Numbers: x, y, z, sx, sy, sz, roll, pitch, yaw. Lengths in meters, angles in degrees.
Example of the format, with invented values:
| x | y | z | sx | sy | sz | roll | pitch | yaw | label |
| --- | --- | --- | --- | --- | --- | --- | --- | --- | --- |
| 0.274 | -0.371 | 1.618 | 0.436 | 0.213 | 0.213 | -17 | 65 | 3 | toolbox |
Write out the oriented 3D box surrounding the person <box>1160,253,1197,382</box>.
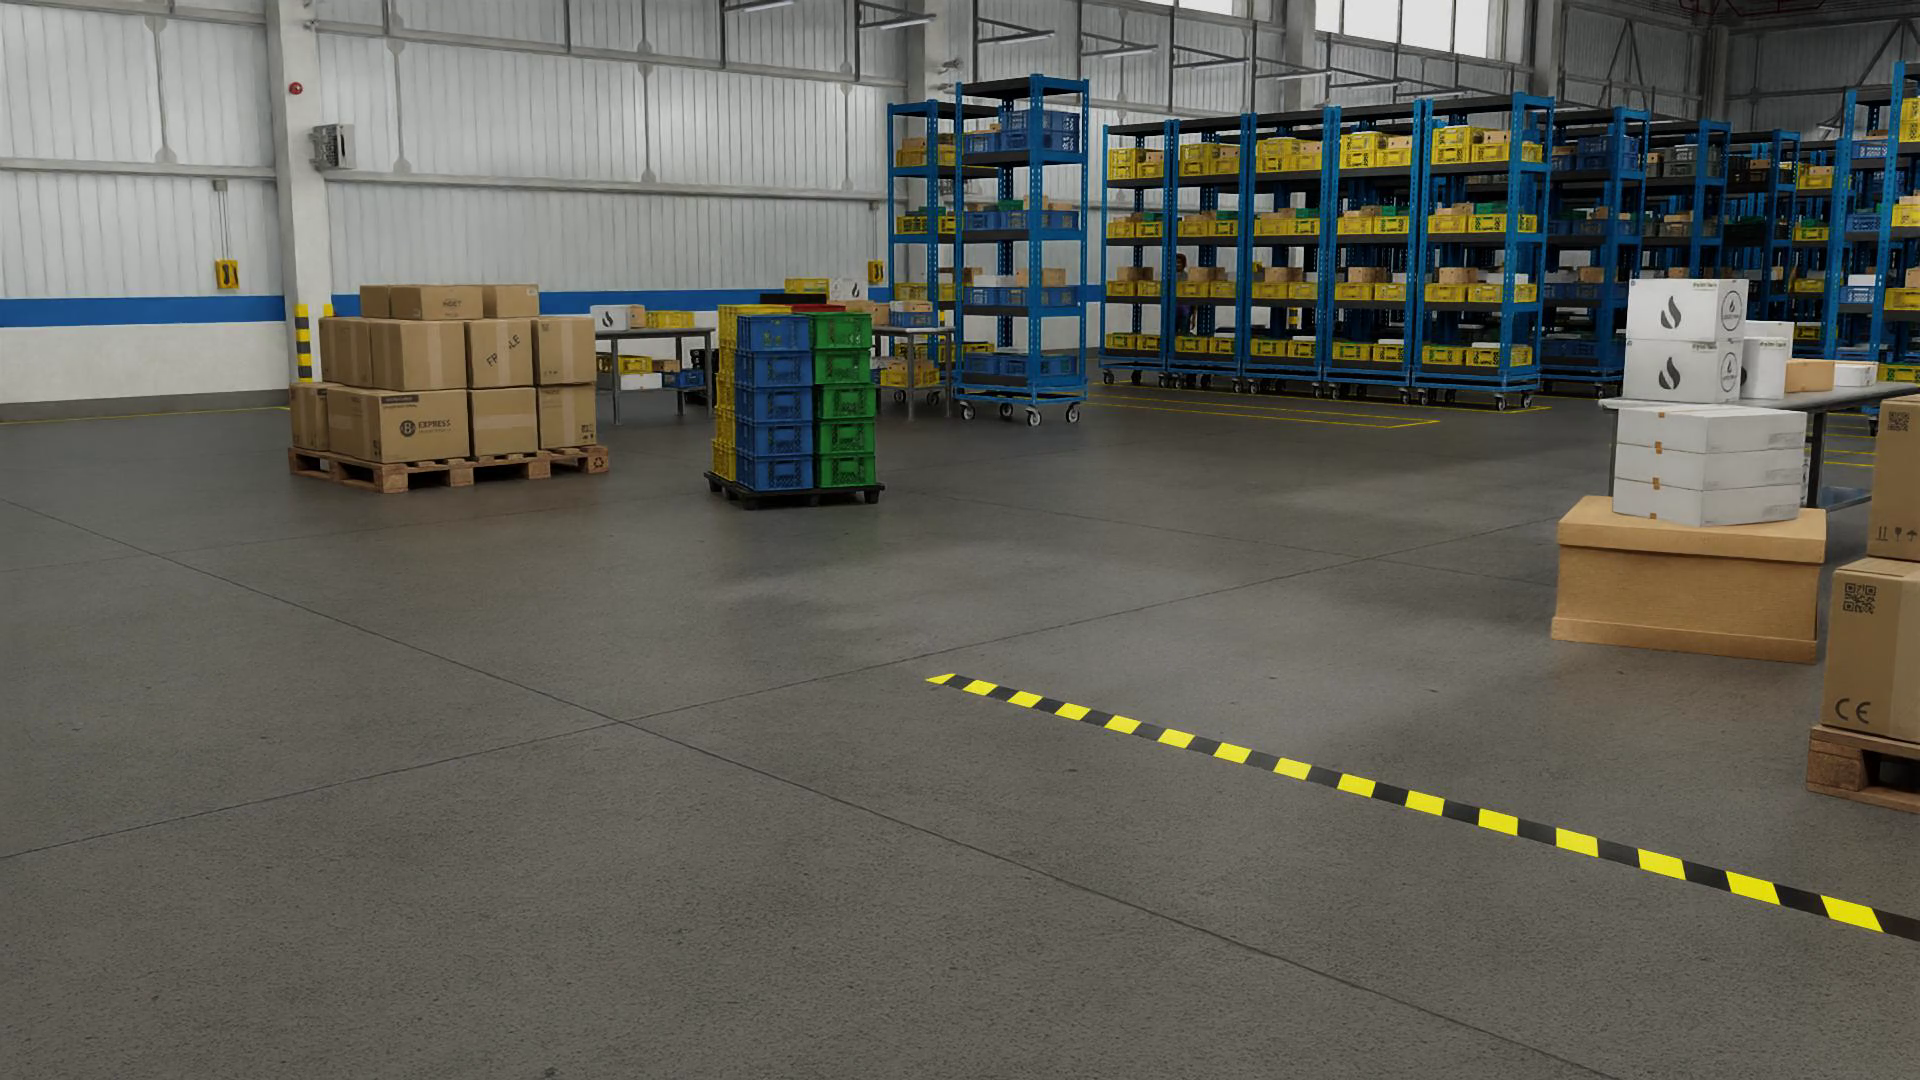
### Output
| x | y | z | sx | sy | sz | roll | pitch | yaw | label |
| --- | --- | --- | --- | --- | --- | --- | --- | --- | --- |
| 3.168 | -3.209 | 24.027 | 0.570 | 1.839 | 0.373 | 7 | 12 | 35 | person |
